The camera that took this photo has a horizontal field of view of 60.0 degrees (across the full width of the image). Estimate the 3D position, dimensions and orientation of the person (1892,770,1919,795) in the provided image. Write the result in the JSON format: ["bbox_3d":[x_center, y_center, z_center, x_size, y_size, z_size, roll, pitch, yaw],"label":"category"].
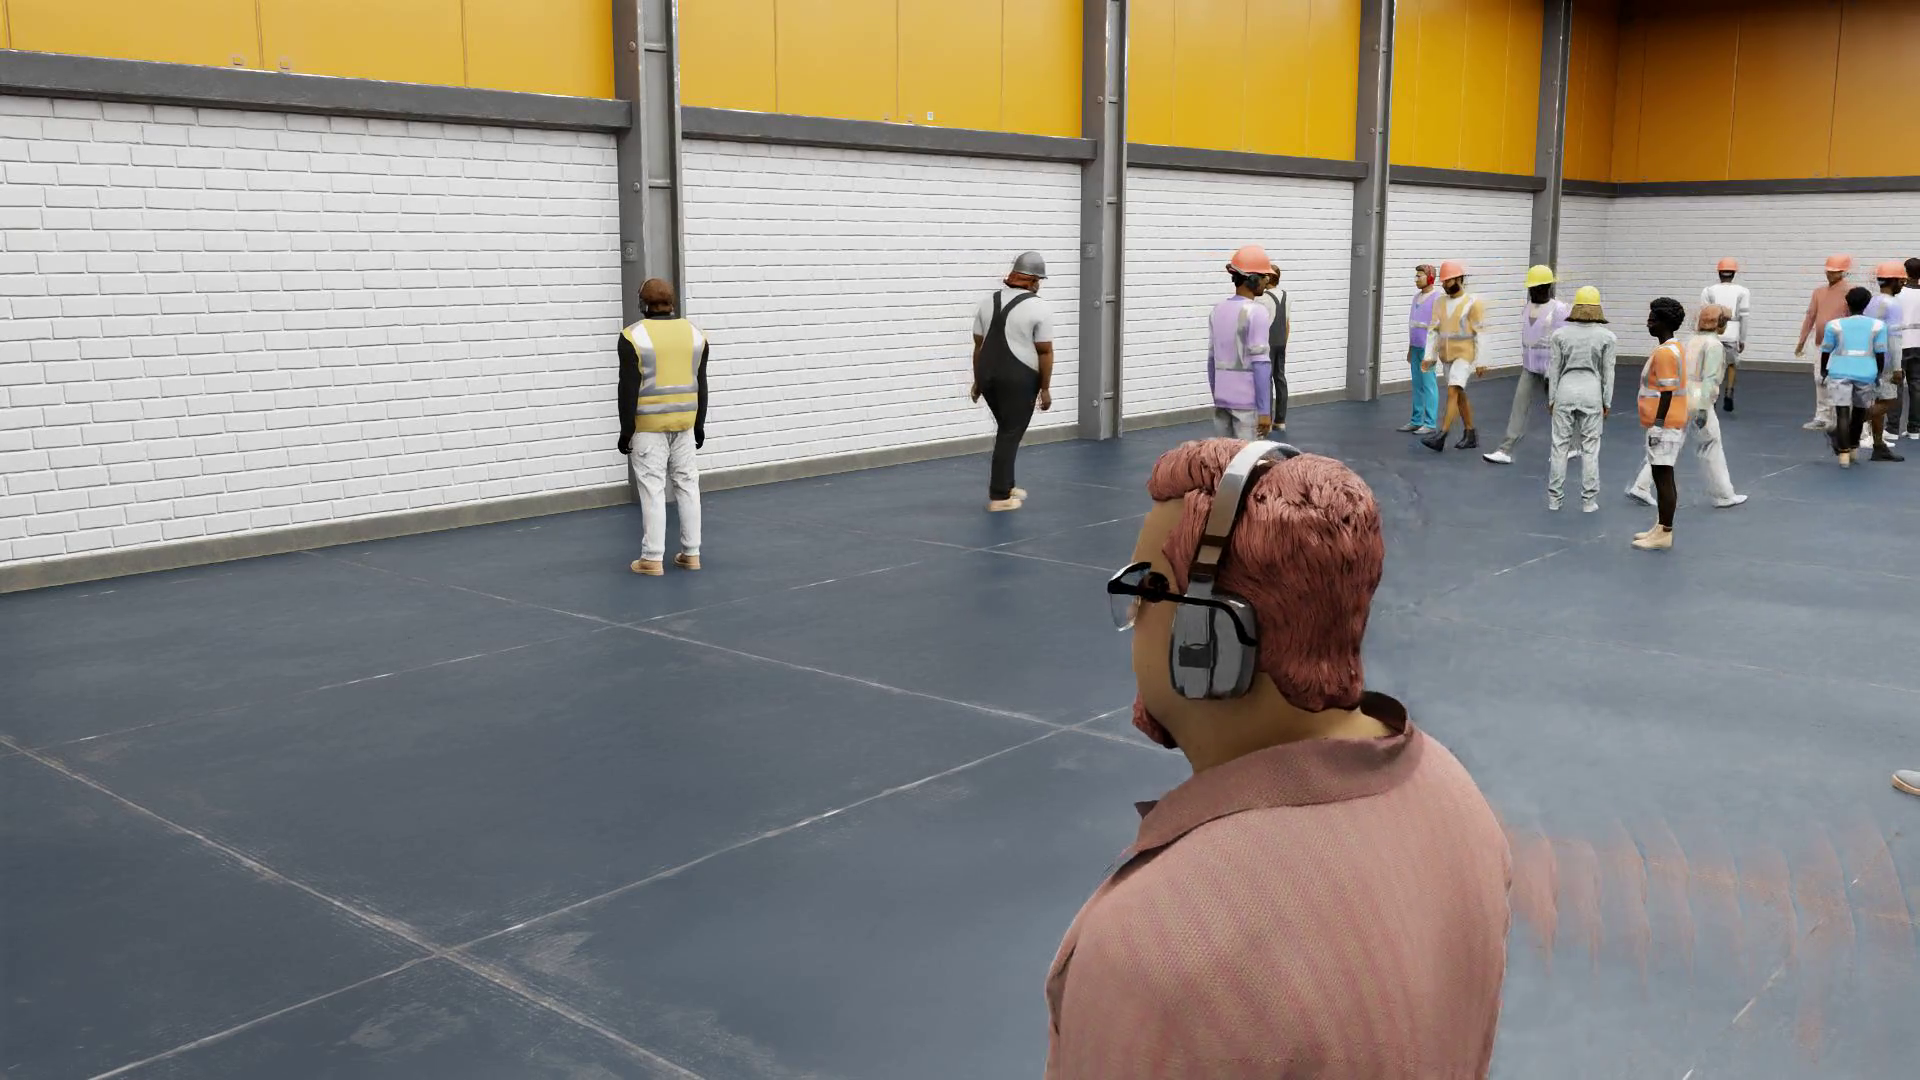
[{"bbox_3d":[3.730,0.024,6.088,0.584,1.881,0.337,-7,12,-34],"label":"person"}]

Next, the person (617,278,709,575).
[{"bbox_3d":[-1.861,-0.704,10.360,0.633,1.839,0.429,-9,13,-40],"label":"person"}]

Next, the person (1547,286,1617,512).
[{"bbox_3d":[4.784,-1.085,12.834,0.480,1.734,0.335,4,11,23],"label":"person"}]

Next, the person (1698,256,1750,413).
[{"bbox_3d":[9.269,-2.479,20.240,0.544,1.925,0.448,3,10,17],"label":"person"}]

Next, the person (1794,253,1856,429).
[{"bbox_3d":[9.623,-2.186,18.436,0.434,1.966,0.668,-3,10,-14],"label":"person"}]

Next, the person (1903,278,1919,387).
[{"bbox_3d":[13.916,-3.133,24.223,0.654,1.831,0.435,-5,11,-27],"label":"person"}]

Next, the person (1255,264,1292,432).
[{"bbox_3d":[3.421,-2.109,18.345,0.506,1.847,0.350,-7,12,-34],"label":"person"}]

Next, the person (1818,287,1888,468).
[{"bbox_3d":[8.306,-1.525,15.519,0.548,1.651,0.853,4,11,21],"label":"person"}]

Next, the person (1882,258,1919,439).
[{"bbox_3d":[10.033,-2.016,17.615,0.600,1.915,0.376,-1,10,-6],"label":"person"}]

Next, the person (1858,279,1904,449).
[{"bbox_3d":[9.360,-1.855,16.851,0.517,1.865,0.334,-8,13,-39],"label":"person"}]

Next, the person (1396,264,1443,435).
[{"bbox_3d":[5.078,-2.074,18.143,0.390,1.846,0.565,-3,10,-15],"label":"person"}]

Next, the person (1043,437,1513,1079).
[{"bbox_3d":[0.263,0.830,1.593,0.980,1.860,0.659,6,12,33],"label":"person"}]

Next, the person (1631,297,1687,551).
[{"bbox_3d":[4.717,-0.779,11.192,0.317,1.695,0.540,5,11,26],"label":"person"}]

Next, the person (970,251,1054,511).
[{"bbox_3d":[0.461,-1.252,12.912,0.723,2.000,0.696,-9,13,-42],"label":"person"}]

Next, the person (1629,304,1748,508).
[{"bbox_3d":[5.703,-1.030,12.937,0.879,1.592,0.557,0,10,-2],"label":"person"}]

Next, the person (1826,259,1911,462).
[{"bbox_3d":[8.606,-1.675,15.667,0.719,1.922,0.552,1,10,3],"label":"person"}]

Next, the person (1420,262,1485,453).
[{"bbox_3d":[4.885,-1.816,16.573,1.014,1.870,0.557,-7,12,-35],"label":"person"}]

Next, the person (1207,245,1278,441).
[{"bbox_3d":[1.879,-0.914,10.979,0.390,2.040,0.614,-4,11,-23],"label":"person"}]

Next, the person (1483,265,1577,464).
[{"bbox_3d":[5.437,-1.628,15.555,1.017,1.875,0.592,-4,11,-23],"label":"person"}]
